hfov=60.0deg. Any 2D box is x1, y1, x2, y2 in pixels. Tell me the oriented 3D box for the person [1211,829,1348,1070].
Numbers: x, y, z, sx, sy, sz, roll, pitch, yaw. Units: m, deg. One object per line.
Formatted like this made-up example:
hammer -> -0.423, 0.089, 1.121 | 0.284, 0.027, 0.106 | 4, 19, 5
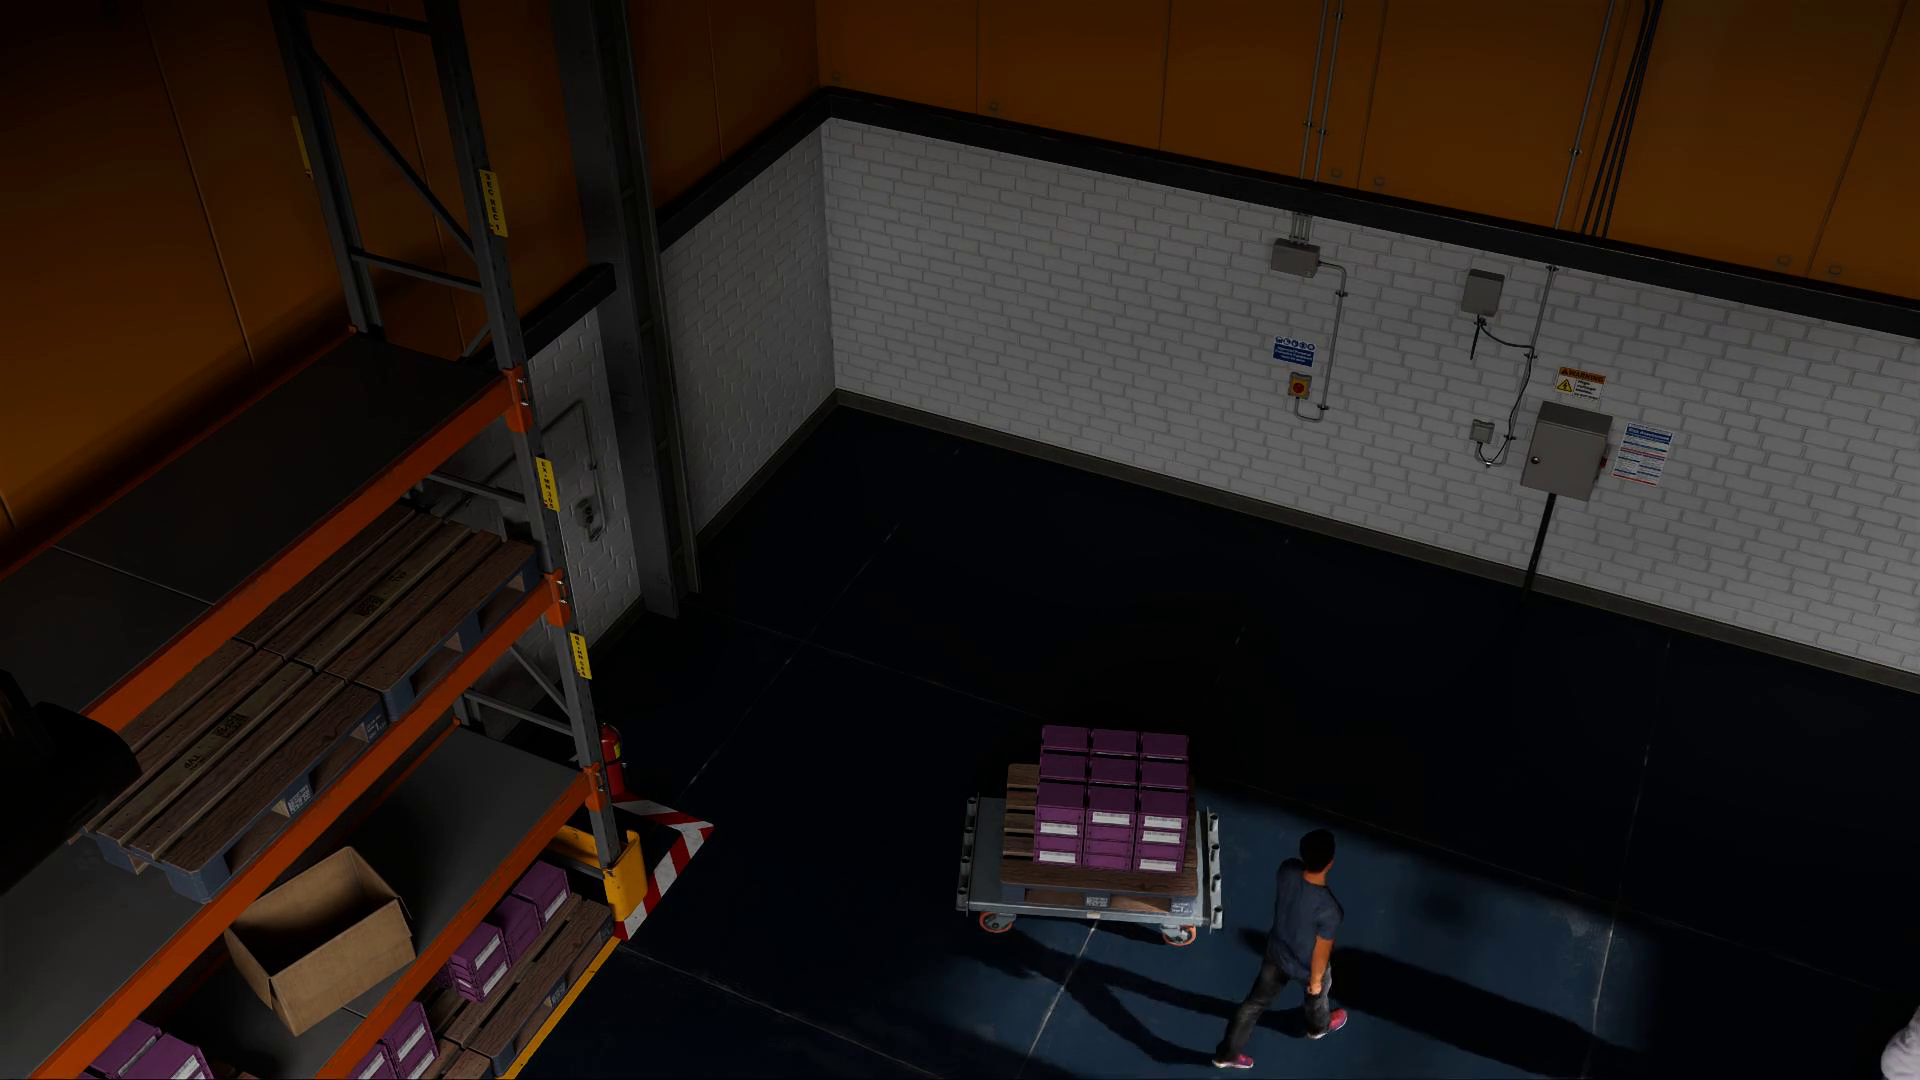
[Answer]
person -> 1.805, 2.357, 9.328 | 1.275, 1.764, 1.094 | -19, 43, -23
